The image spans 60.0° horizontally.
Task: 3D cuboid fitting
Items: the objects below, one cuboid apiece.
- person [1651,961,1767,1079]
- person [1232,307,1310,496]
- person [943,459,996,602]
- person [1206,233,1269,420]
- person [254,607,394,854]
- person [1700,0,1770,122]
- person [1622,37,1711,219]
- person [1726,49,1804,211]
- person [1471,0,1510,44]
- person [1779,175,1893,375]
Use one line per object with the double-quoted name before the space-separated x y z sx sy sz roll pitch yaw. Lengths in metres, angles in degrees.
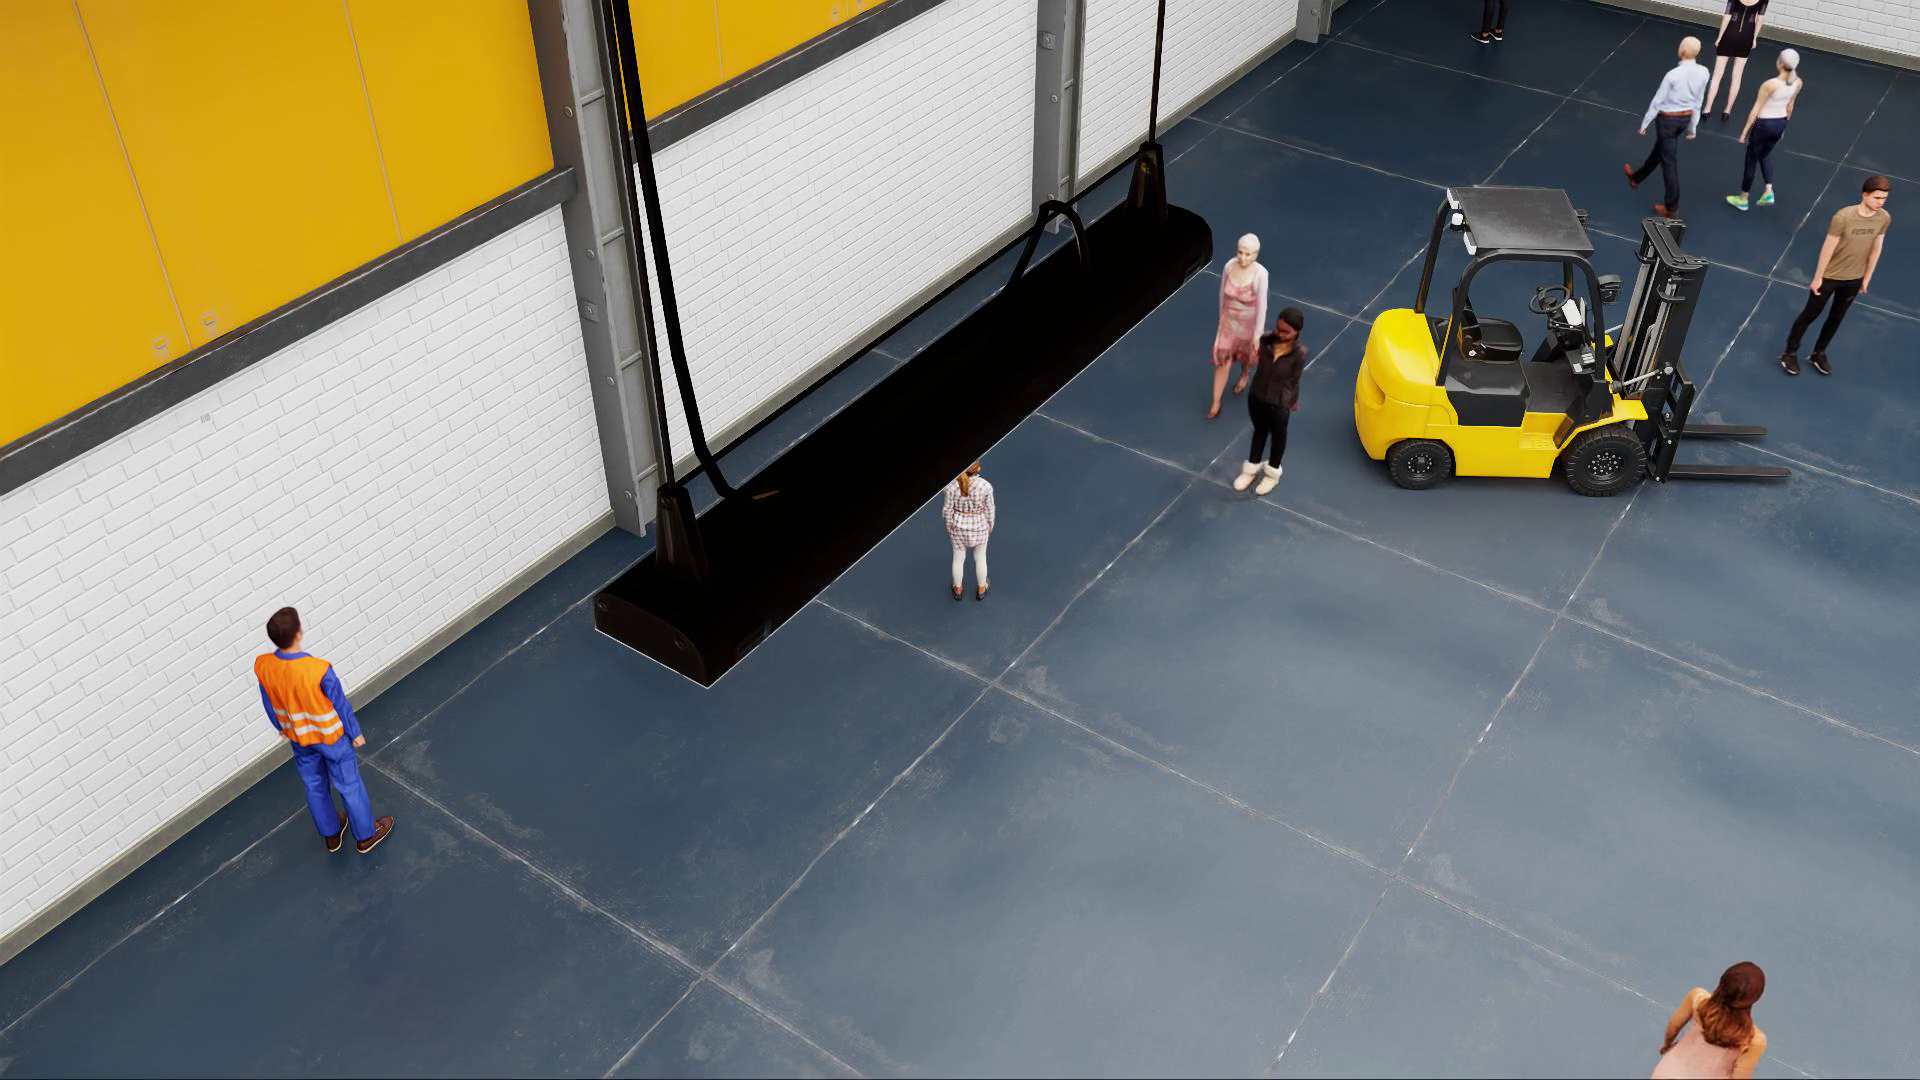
"person" 3.489 2.703 8.073 1.164 1.790 0.799 -27 46 -29
"person" 2.385 -1.095 12.941 0.548 1.650 0.589 28 46 30
"person" 0.066 -0.105 11.972 0.620 1.312 0.660 1 39 1
"person" 2.376 -1.845 13.889 0.705 1.638 1.122 18 42 21
"person" -3.844 1.151 9.959 0.789 1.862 0.774 5 39 7
"person" 8.561 -5.510 18.325 0.645 1.830 0.626 8 39 10
"person" 7.148 -4.073 16.601 1.251 1.736 1.244 -10 40 -13
"person" 8.108 -4.037 16.590 0.817 1.693 0.866 -11 40 -13
"person" 6.567 -6.972 20.130 0.719 1.862 0.836 -15 41 -18
"person" 7.551 -2.283 14.270 0.739 1.847 0.769 -1 39 -2
